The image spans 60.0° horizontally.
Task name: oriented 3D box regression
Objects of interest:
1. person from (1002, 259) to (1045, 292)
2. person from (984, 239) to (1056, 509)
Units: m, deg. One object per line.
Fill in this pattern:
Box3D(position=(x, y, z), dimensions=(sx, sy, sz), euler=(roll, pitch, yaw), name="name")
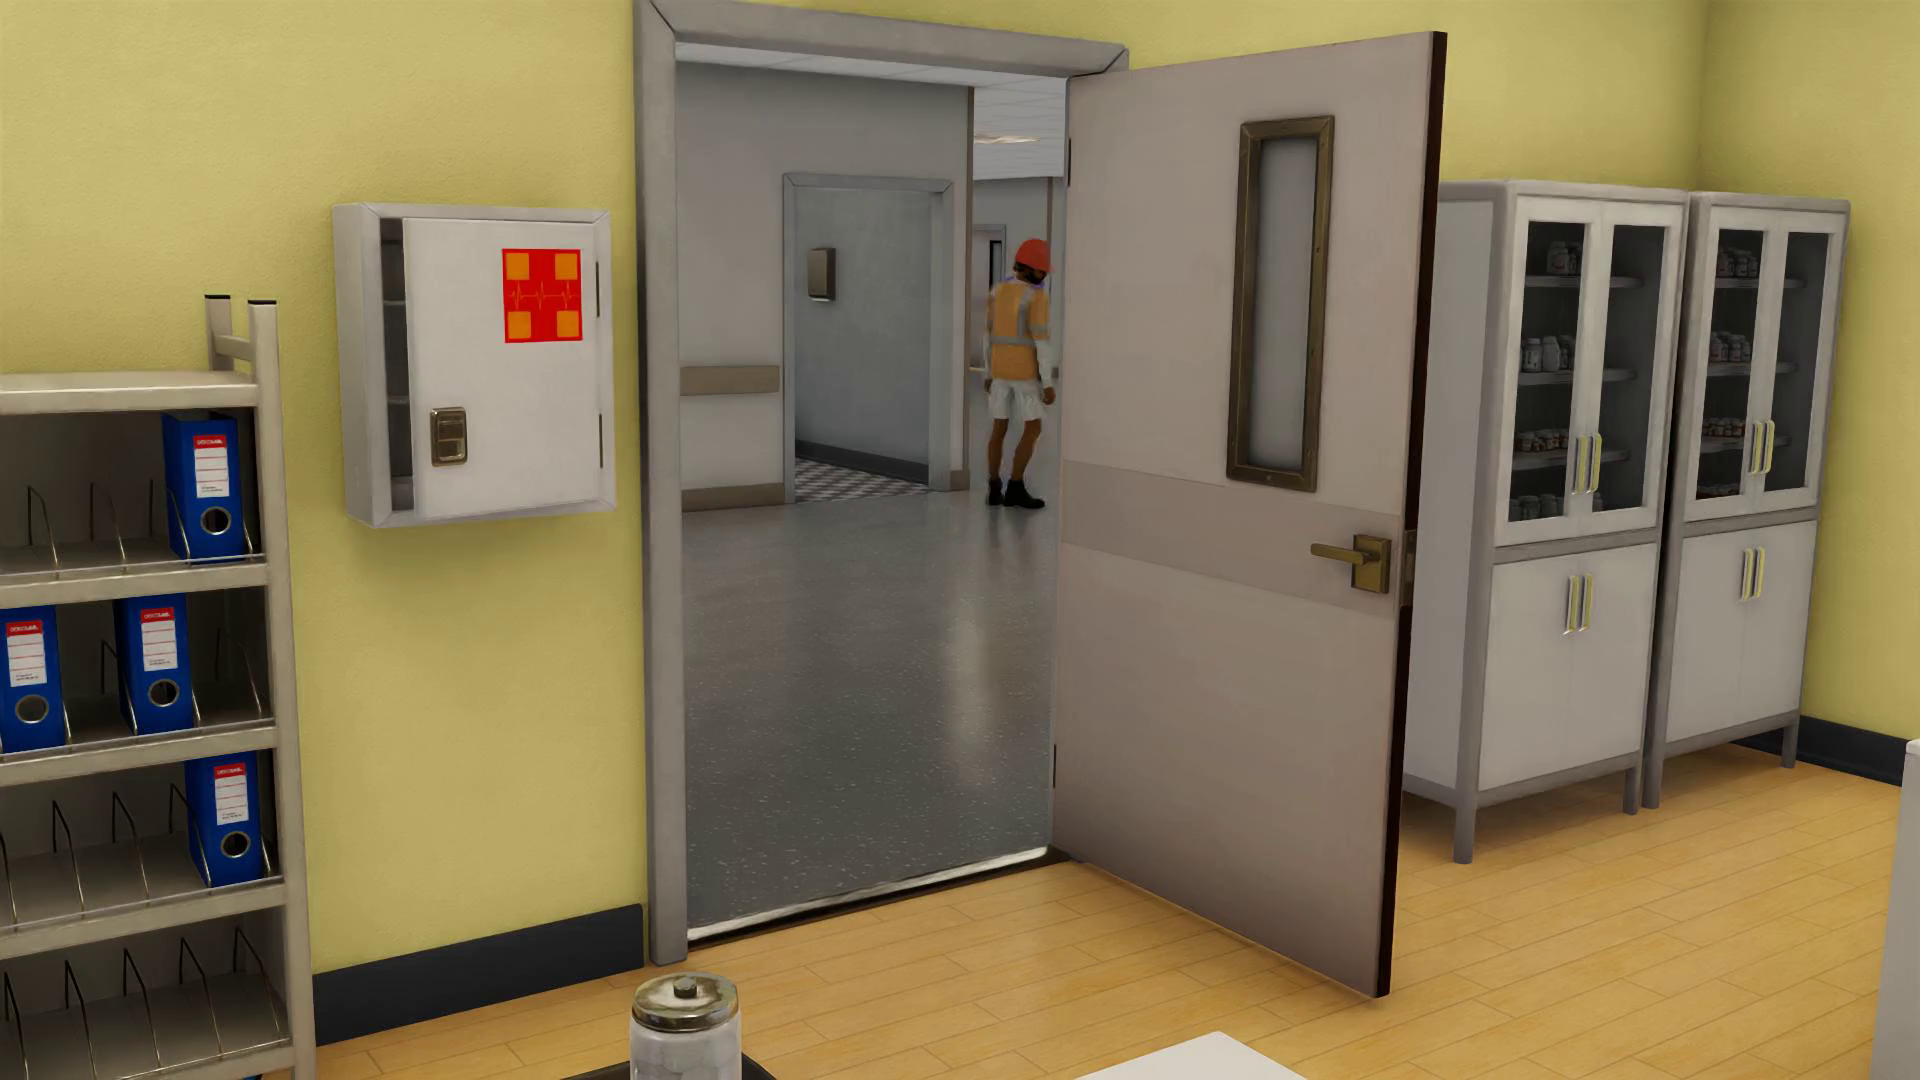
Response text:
Box3D(position=(0.779, -2.676, 21.004), dimensions=(0.575, 1.843, 0.375), euler=(1, 10, 0), name="person")
Box3D(position=(0.393, -1.165, 11.813), dimensions=(0.375, 1.893, 0.632), euler=(-8, 13, -44), name="person")
